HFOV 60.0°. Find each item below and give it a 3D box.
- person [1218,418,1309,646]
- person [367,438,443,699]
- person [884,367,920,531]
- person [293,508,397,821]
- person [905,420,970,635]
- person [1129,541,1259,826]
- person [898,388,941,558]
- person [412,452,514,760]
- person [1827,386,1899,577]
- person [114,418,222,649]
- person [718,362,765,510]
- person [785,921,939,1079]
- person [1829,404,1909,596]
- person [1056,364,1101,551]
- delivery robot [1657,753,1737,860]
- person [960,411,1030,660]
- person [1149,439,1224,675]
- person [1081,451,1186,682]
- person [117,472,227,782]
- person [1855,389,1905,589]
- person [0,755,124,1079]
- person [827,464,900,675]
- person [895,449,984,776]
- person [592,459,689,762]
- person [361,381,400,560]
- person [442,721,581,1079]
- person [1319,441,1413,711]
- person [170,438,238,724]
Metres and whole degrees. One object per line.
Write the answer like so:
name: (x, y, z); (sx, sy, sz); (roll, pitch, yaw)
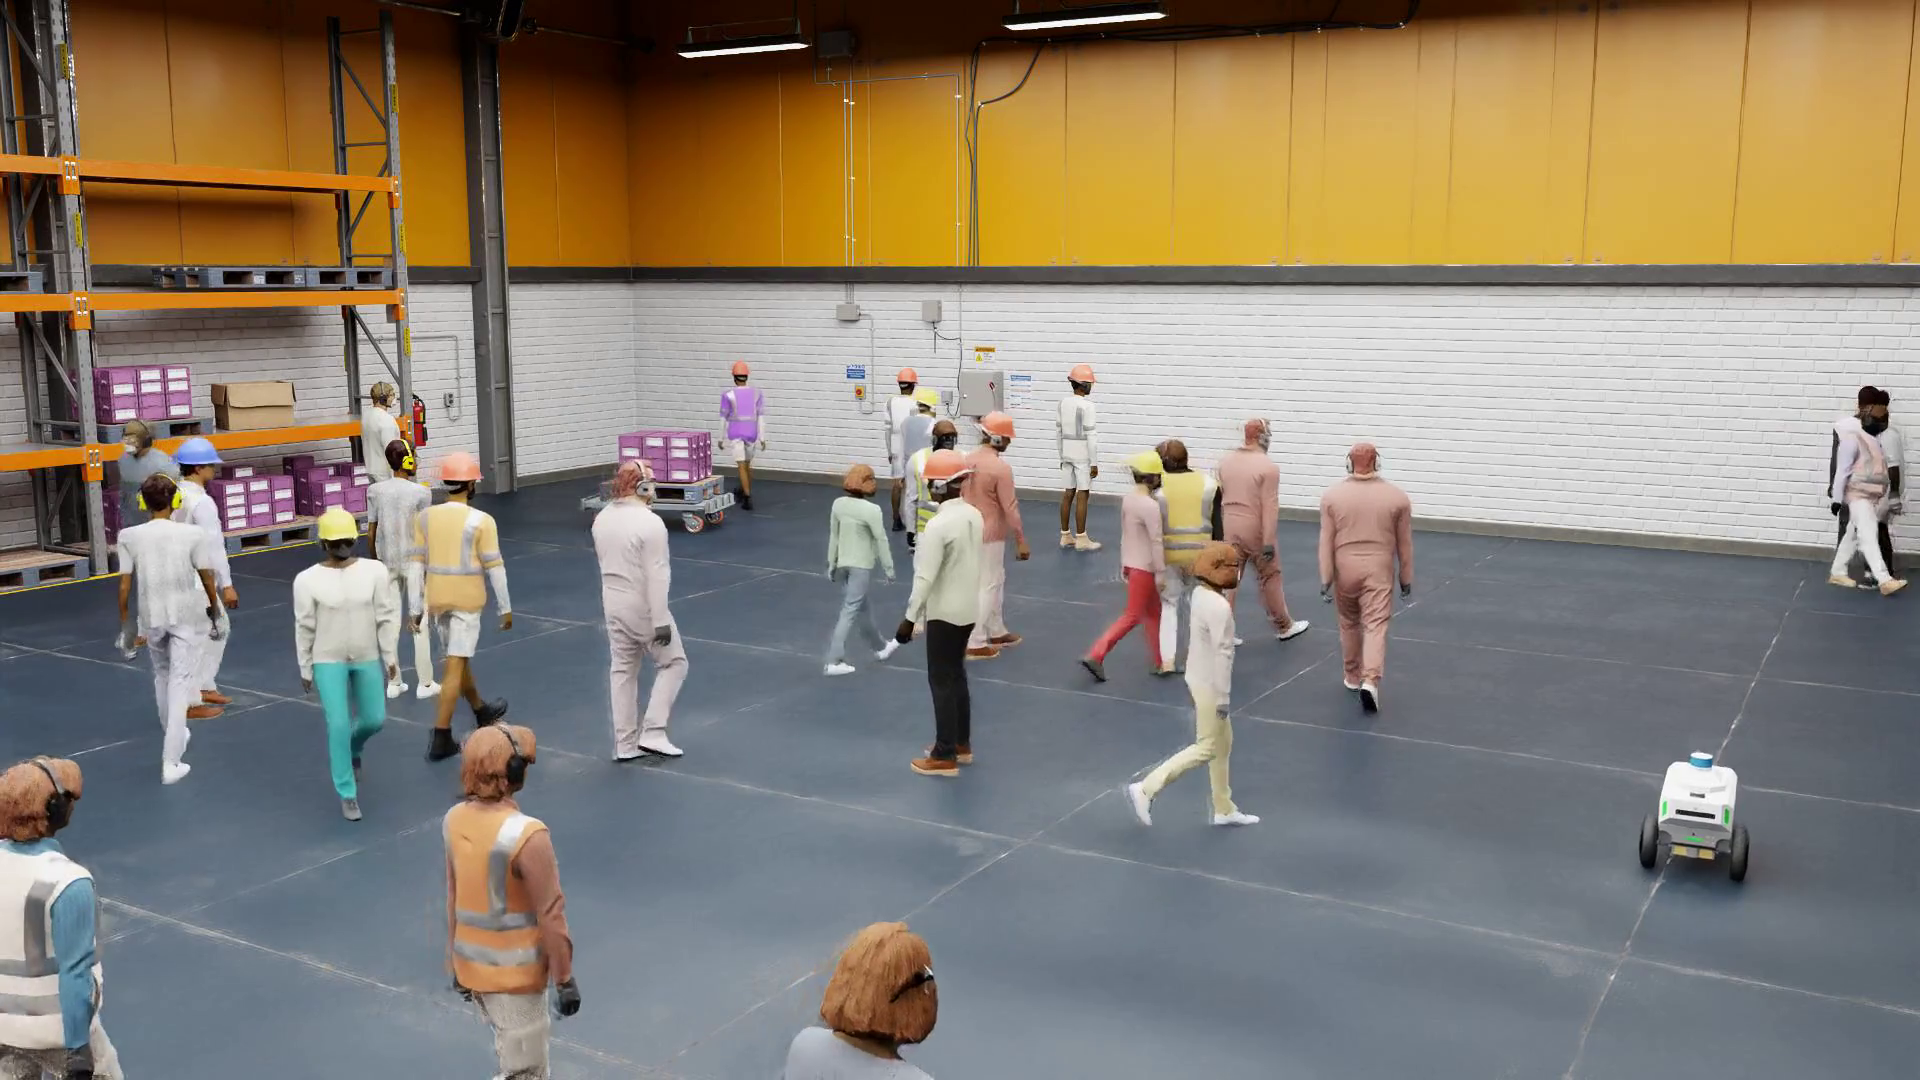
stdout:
person: (2.441, -0.063, 13.536); (0.950, 1.862, 0.668); (-7, 11, -36)
person: (-3.963, 0.206, 11.885); (0.533, 1.864, 0.310); (1, 9, 8)
person: (-0.617, -1.053, 19.520); (0.542, 1.937, 0.360); (5, 10, 26)
person: (-3.473, 0.663, 9.374); (0.528, 1.744, 0.581); (-6, 11, -35)
person: (-0.147, -0.103, 13.955); (0.629, 1.827, 0.432); (-1, 9, -8)
person: (1.283, 0.796, 9.014); (0.693, 1.607, 0.505); (-1, 9, -5)
person: (-0.291, -0.729, 17.918); (0.628, 1.793, 0.857); (7, 12, 38)
person: (-3.162, 0.391, 10.617); (0.570, 1.892, 0.968); (3, 10, 18)
person: (8.999, -0.576, 16.595); (0.597, 1.918, 0.383); (3, 10, 18)
person: (-6.535, -0.082, 13.649); (0.684, 1.893, 0.917); (6, 11, 32)
person: (-2.857, -1.361, 21.592); (0.569, 1.882, 0.976); (-4, 10, -25)
person: (-0.237, 1.648, 3.671); (0.434, 1.618, 0.519); (-9, 12, -43)
person: (8.691, -0.388, 15.809); (0.641, 1.792, 0.938); (-5, 10, -27)
person: (1.320, -0.903, 18.252); (0.383, 2.041, 0.616); (-6, 11, -34)
delivery robot: (3.809, 1.342, 8.575); (0.477, 0.478, 0.707); (5, 10, 26)
person: (0.335, -0.040, 13.122); (0.779, 1.961, 0.653); (-5, 11, -31)
person: (1.667, 0.138, 12.558); (0.659, 1.802, 0.626); (0, 9, -3)
person: (1.302, 0.196, 12.359); (0.849, 1.733, 0.534); (-3, 9, -16)
person: (-4.799, 0.498, 10.187); (0.520, 1.828, 0.925); (-1, 9, -8)
person: (8.796, -0.475, 15.922); (0.506, 1.937, 0.612); (4, 10, 21)
person: (-2.781, 1.449, 4.918); (0.522, 1.611, 0.767); (5, 10, 29)
person: (-0.722, 0.207, 12.717); (0.856, 1.582, 0.527); (-9, 13, -44)
person: (-0.092, 0.440, 10.048); (0.444, 1.988, 0.639); (4, 10, 24)
person: (-1.948, 0.439, 10.325); (0.672, 1.891, 0.508); (8, 12, 41)
person: (-5.885, -0.655, 17.024); (0.360, 1.938, 0.635); (-8, 12, -41)
person: (-1.499, 1.389, 5.271); (0.521, 1.611, 0.668); (9, 13, 44)
person: (2.859, 0.235, 11.745); (0.651, 1.863, 0.983); (2, 9, 13)
person: (-5.106, 0.273, 11.253); (0.585, 1.926, 0.618); (-8, 12, -39)
